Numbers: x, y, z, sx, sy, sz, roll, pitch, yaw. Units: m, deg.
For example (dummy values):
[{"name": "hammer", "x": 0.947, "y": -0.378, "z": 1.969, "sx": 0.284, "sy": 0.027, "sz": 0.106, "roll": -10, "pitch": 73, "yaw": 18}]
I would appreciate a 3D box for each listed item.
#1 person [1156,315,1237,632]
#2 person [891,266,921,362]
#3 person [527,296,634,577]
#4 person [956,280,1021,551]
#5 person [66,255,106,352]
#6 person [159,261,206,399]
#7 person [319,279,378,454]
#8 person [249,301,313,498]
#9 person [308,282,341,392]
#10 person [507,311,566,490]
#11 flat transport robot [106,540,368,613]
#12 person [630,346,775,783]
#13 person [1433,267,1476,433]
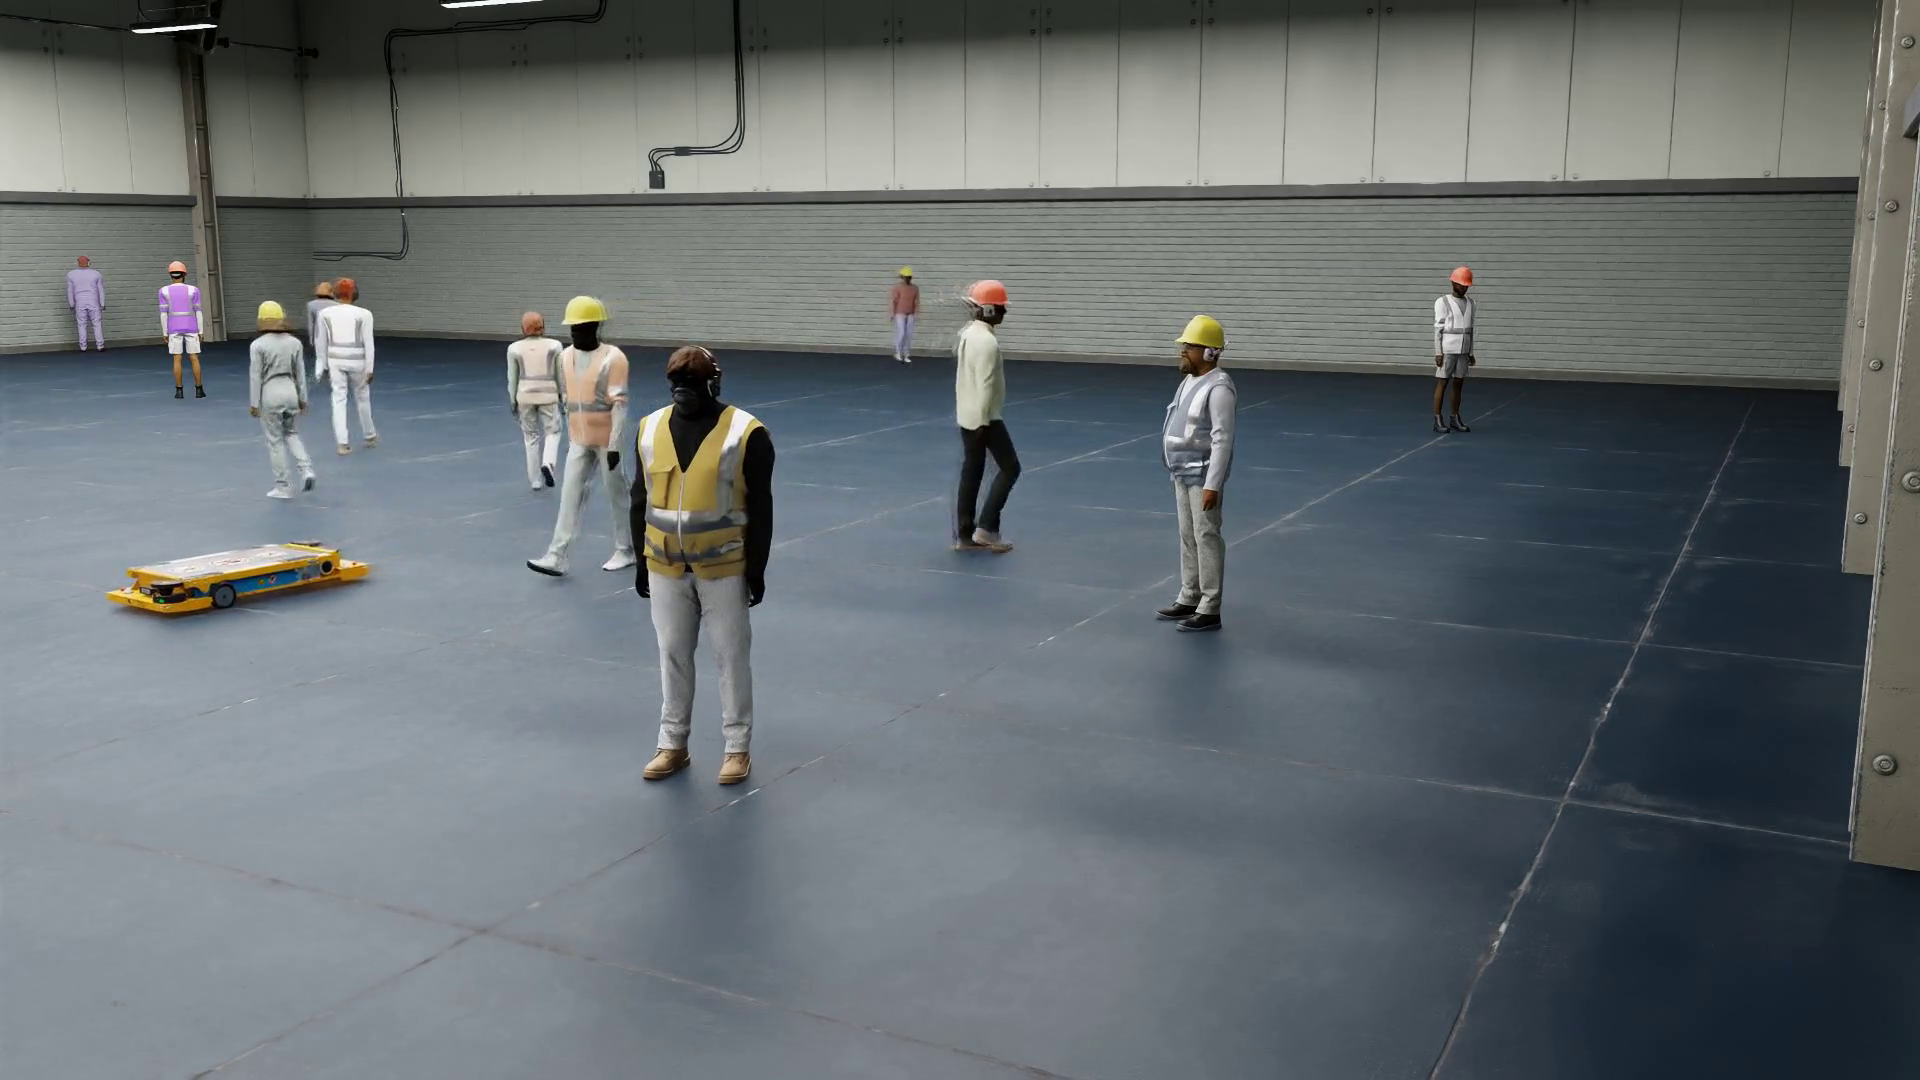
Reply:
[{"name": "person", "x": 1.383, "y": -0.388, "z": 9.718, "sx": 0.404, "sy": 1.837, "sz": 0.590, "roll": -3, "pitch": 11, "yaw": -14}, {"name": "person", "x": -0.976, "y": -4.068, "z": 30.044, "sx": 0.528, "sy": 1.747, "sz": 0.434, "roll": -6, "pitch": 12, "yaw": -29}, {"name": "person", "x": -2.516, "y": -0.676, "z": 11.143, "sx": 0.617, "sy": 1.880, "sz": 0.945, "roll": 6, "pitch": 12, "yaw": 28}, {"name": "person", "x": 0.201, "y": -0.893, "z": 12.097, "sx": 0.532, "sy": 1.975, "sz": 0.615, "roll": -4, "pitch": 11, "yaw": -19}, {"name": "person", "x": -17.203, "y": -4.654, "z": 32.790, "sx": 0.652, "sy": 1.906, "sz": 0.404, "roll": -4, "pitch": 11, "yaw": -22}, {"name": "person", "x": -10.981, "y": -2.960, "z": 23.494, "sx": 0.543, "sy": 1.928, "sz": 0.374, "roll": -4, "pitch": 11, "yaw": -23}, {"name": "person", "x": -6.513, "y": -1.857, "z": 17.733, "sx": 0.598, "sy": 1.833, "sz": 0.982, "roll": -1, "pitch": 10, "yaw": -7}, {"name": "person", "x": -5.980, "y": -1.222, "z": 14.560, "sx": 0.370, "sy": 1.734, "sz": 0.489, "roll": 6, "pitch": 12, "yaw": 31}, {"name": "person", "x": -9.249, "y": -2.947, "z": 24.262, "sx": 0.520, "sy": 1.618, "sz": 0.434, "roll": -1, "pitch": 10, "yaw": -6}, {"name": "person", "x": -3.791, "y": -1.236, "z": 14.916, "sx": 0.531, "sy": 1.620, "sz": 0.462, "roll": -1, "pitch": 10, "yaw": -8}, {"name": "flat transport robot", "x": -4.618, "y": 0.218, "z": 10.683, "sx": 0.652, "sy": 0.197, "sz": 1.431, "roll": 7, "pitch": 12, "yaw": 34}, {"name": "person", "x": -1.097, "y": 0.108, "z": 7.003, "sx": 0.625, "sy": 1.844, "sz": 0.429, "roll": 2, "pitch": 11, "yaw": 12}, {"name": "person", "x": 5.786, "y": -2.211, "z": 19.407, "sx": 0.542, "sy": 1.930, "sz": 0.367, "roll": -4, "pitch": 11, "yaw": -22}]
